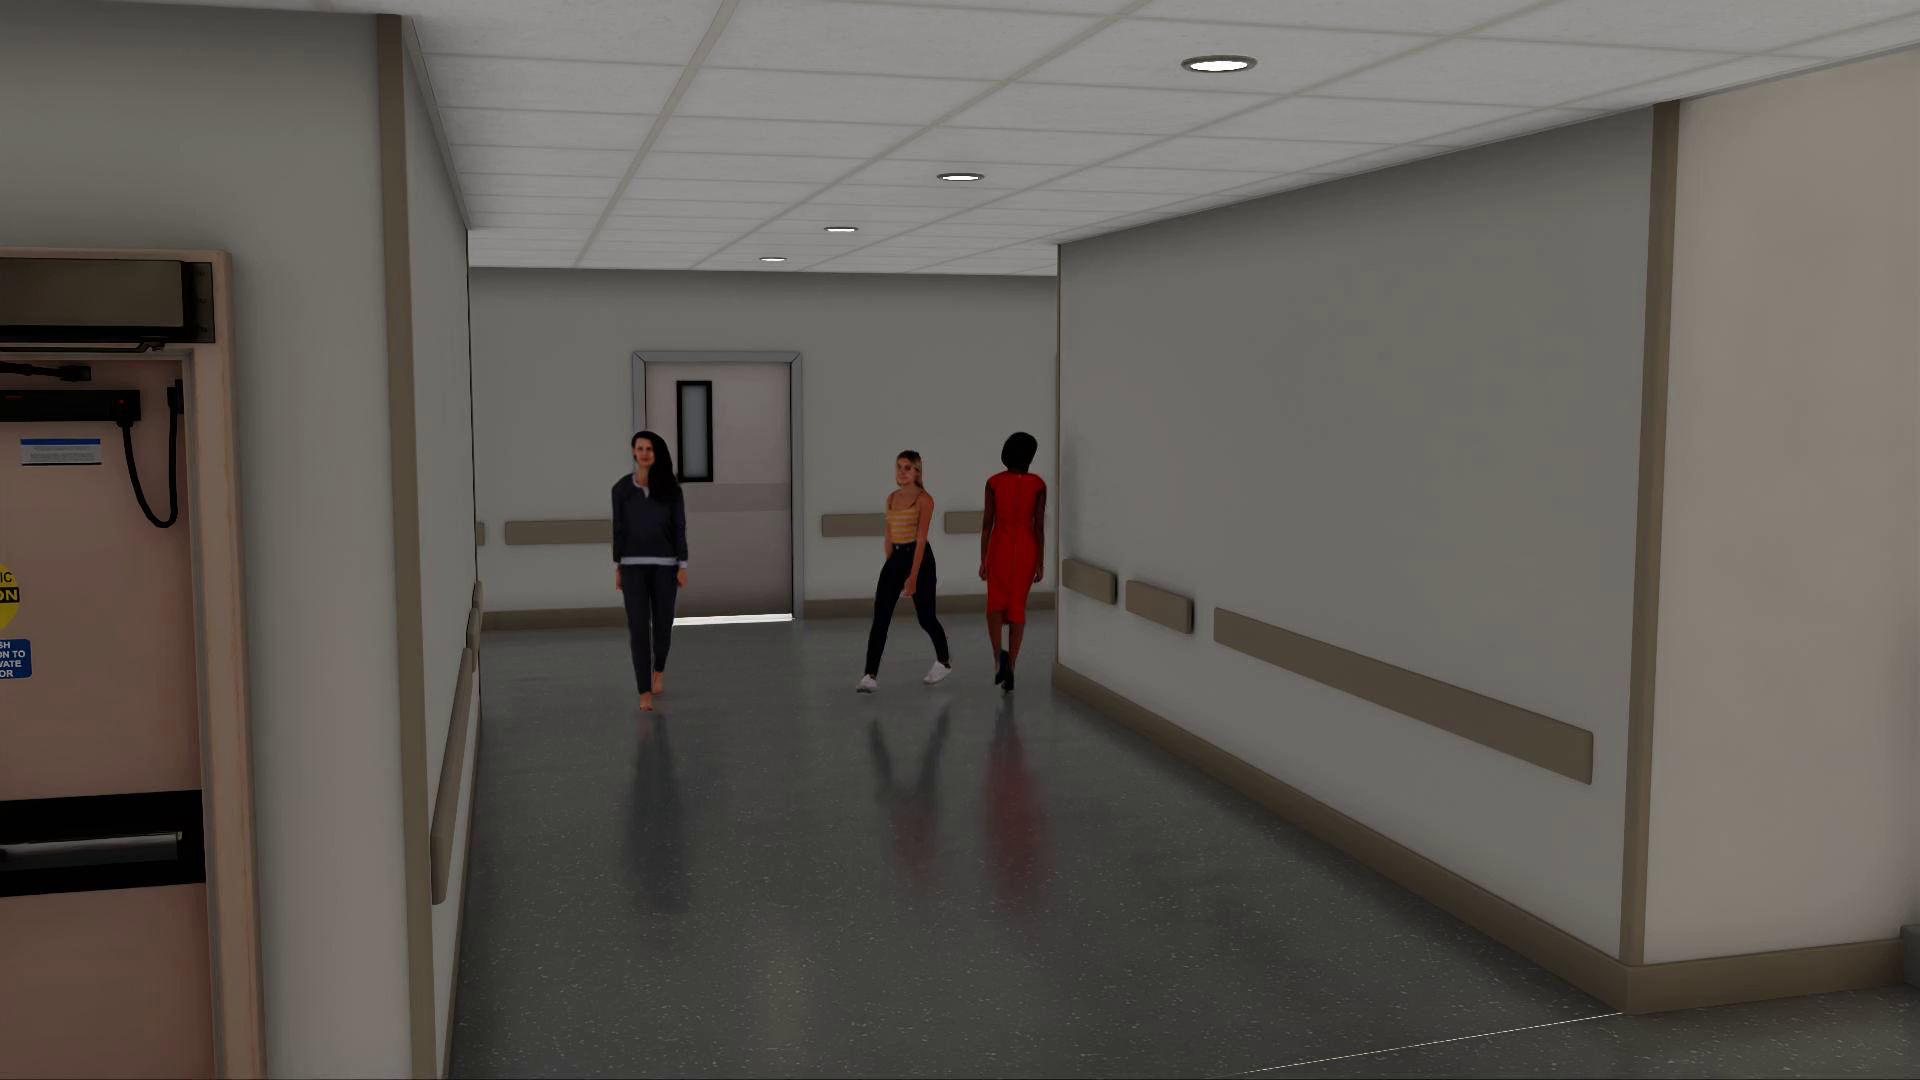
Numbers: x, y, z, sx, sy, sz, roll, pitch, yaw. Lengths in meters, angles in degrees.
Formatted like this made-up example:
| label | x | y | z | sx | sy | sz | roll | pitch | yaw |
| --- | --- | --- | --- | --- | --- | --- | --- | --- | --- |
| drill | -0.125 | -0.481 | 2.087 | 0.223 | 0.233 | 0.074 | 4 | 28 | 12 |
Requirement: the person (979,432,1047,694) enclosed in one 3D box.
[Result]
| label | x | y | z | sx | sy | sz | roll | pitch | yaw |
| --- | --- | --- | --- | --- | --- | --- | --- | --- | --- |
| person | 0.372 | 0.169 | 10.968 | 0.676 | 1.724 | 0.737 | 0 | 6 | -5 |

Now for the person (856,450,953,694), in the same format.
| label | x | y | z | sx | sy | sz | roll | pitch | yaw |
| --- | --- | --- | --- | --- | --- | --- | --- | --- | --- |
| person | -0.269 | 0.230 | 11.037 | 1.019 | 1.590 | 1.130 | 5 | 7 | 39 |

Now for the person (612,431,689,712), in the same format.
| label | x | y | z | sx | sy | sz | roll | pitch | yaw |
| --- | --- | --- | --- | --- | --- | --- | --- | --- | --- |
| person | -1.990 | 0.196 | 10.667 | 1.022 | 1.731 | 0.695 | -1 | 6 | -13 |
